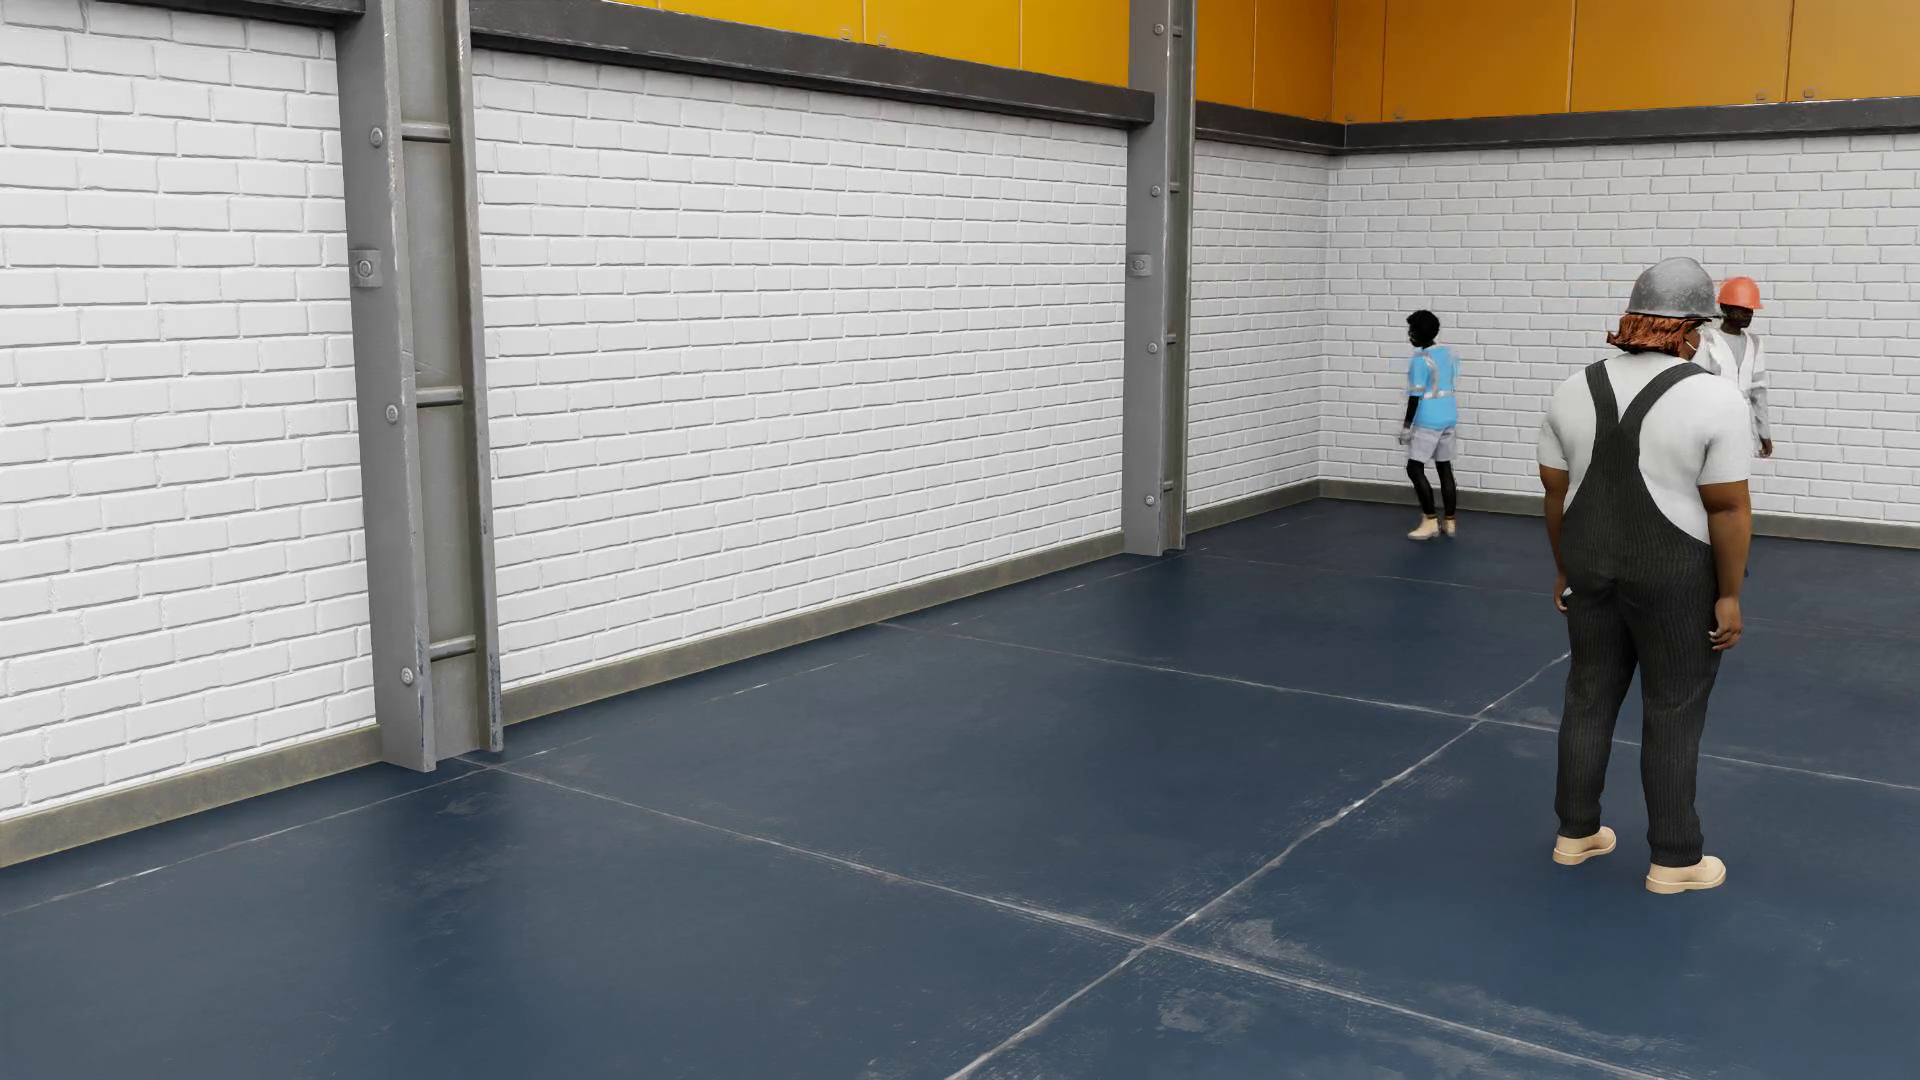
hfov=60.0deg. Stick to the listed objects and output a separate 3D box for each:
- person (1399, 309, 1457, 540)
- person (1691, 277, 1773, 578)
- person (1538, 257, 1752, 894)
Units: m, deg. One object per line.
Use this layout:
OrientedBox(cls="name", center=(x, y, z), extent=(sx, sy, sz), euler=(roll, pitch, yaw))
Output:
OrientedBox(cls="person", center=(3.443, -0.834, 12.112), extent=(0.339, 1.675, 0.598), euler=(9, 13, 42))
OrientedBox(cls="person", center=(4.933, -0.701, 10.582), extent=(0.564, 1.909, 0.791), euler=(-3, 10, -18))
OrientedBox(cls="person", center=(2.265, 0.103, 5.427), extent=(0.536, 2.000, 0.688), euler=(-7, 12, -36))
